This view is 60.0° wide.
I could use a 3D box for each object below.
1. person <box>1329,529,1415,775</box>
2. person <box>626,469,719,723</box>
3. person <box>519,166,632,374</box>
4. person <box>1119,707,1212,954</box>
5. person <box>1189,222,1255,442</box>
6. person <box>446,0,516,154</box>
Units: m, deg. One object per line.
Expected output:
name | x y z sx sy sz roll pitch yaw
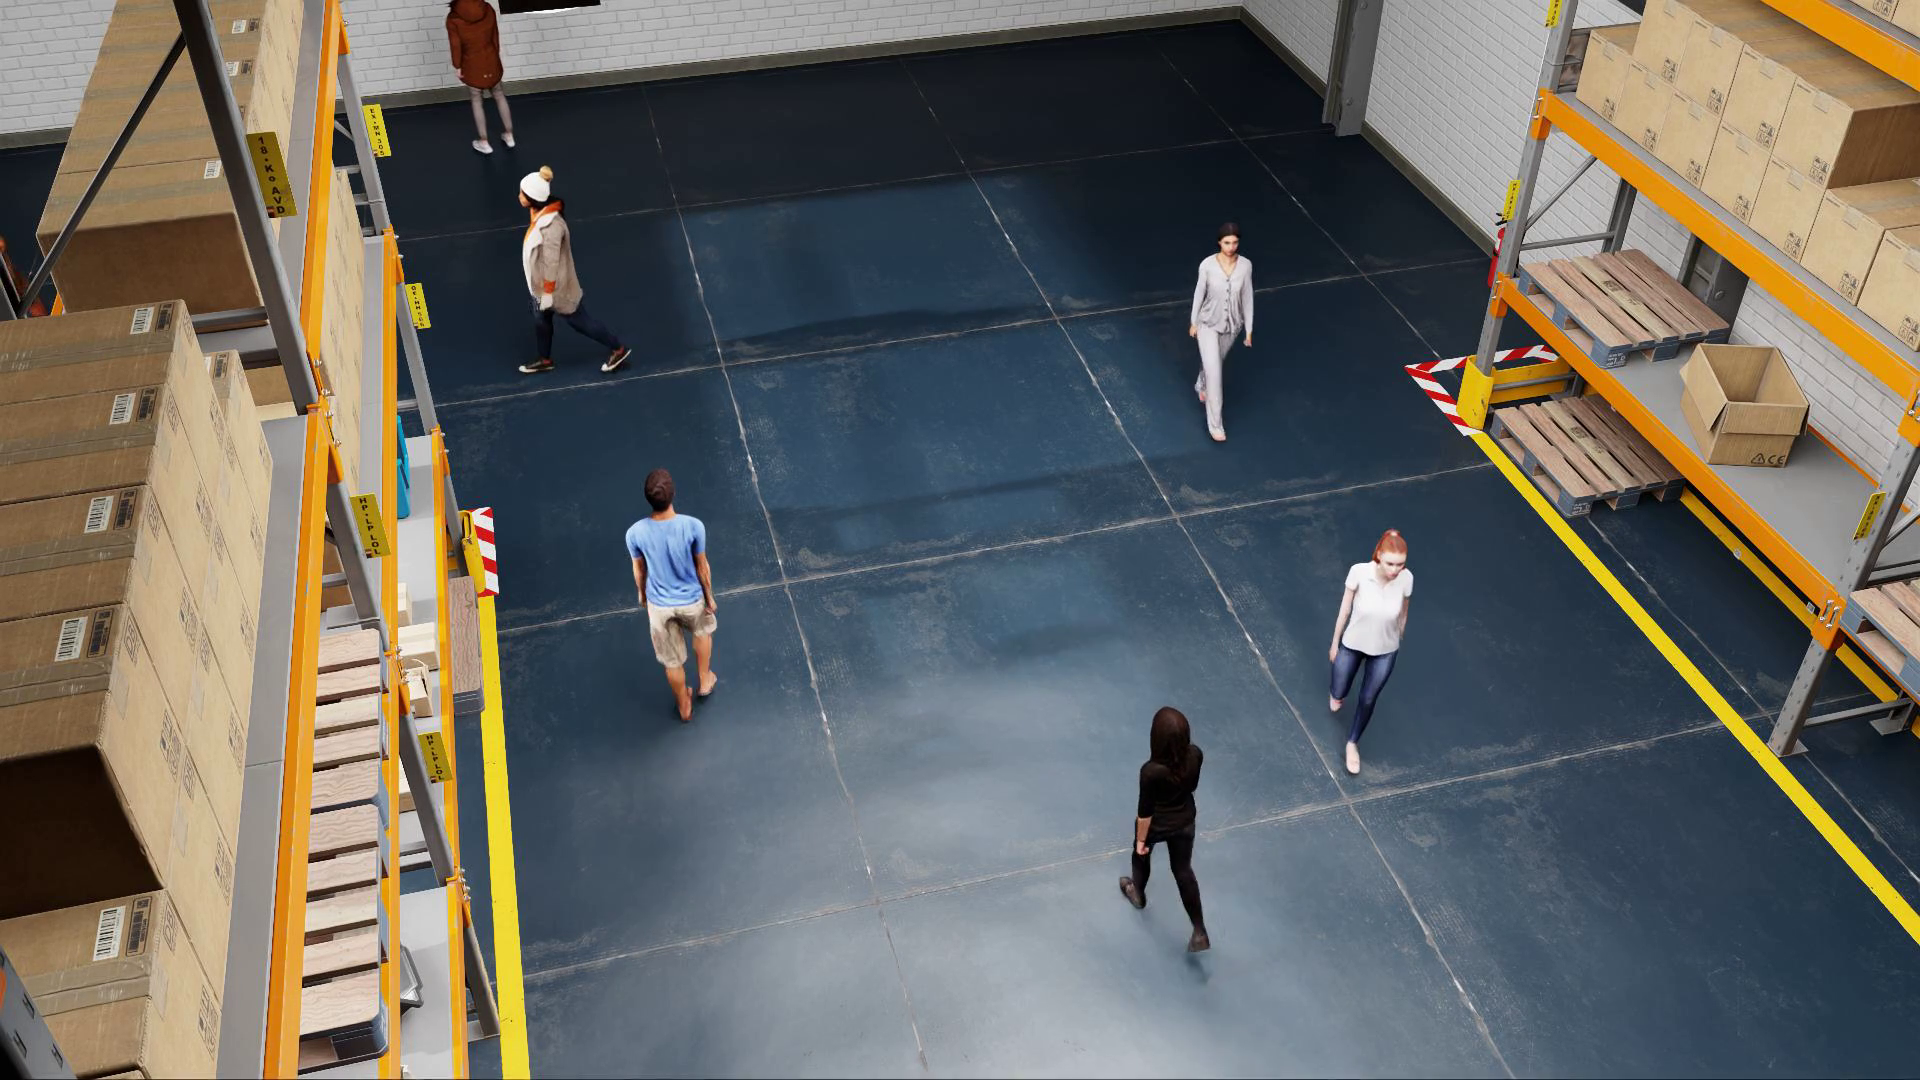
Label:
person | 2.492 0.614 10.230 0.785 1.727 0.976 5 39 6
person | -1.767 0.421 10.372 0.684 1.851 0.718 -5 39 -7
person | -3.200 -2.161 13.601 0.864 1.856 1.135 -15 41 -18
person | 1.181 1.599 9.082 0.644 1.619 1.029 -14 41 -17
person | 2.037 -1.733 13.171 0.693 1.724 1.115 -5 39 -6
person | -4.907 -4.873 17.013 0.818 1.836 0.836 -27 46 -30
